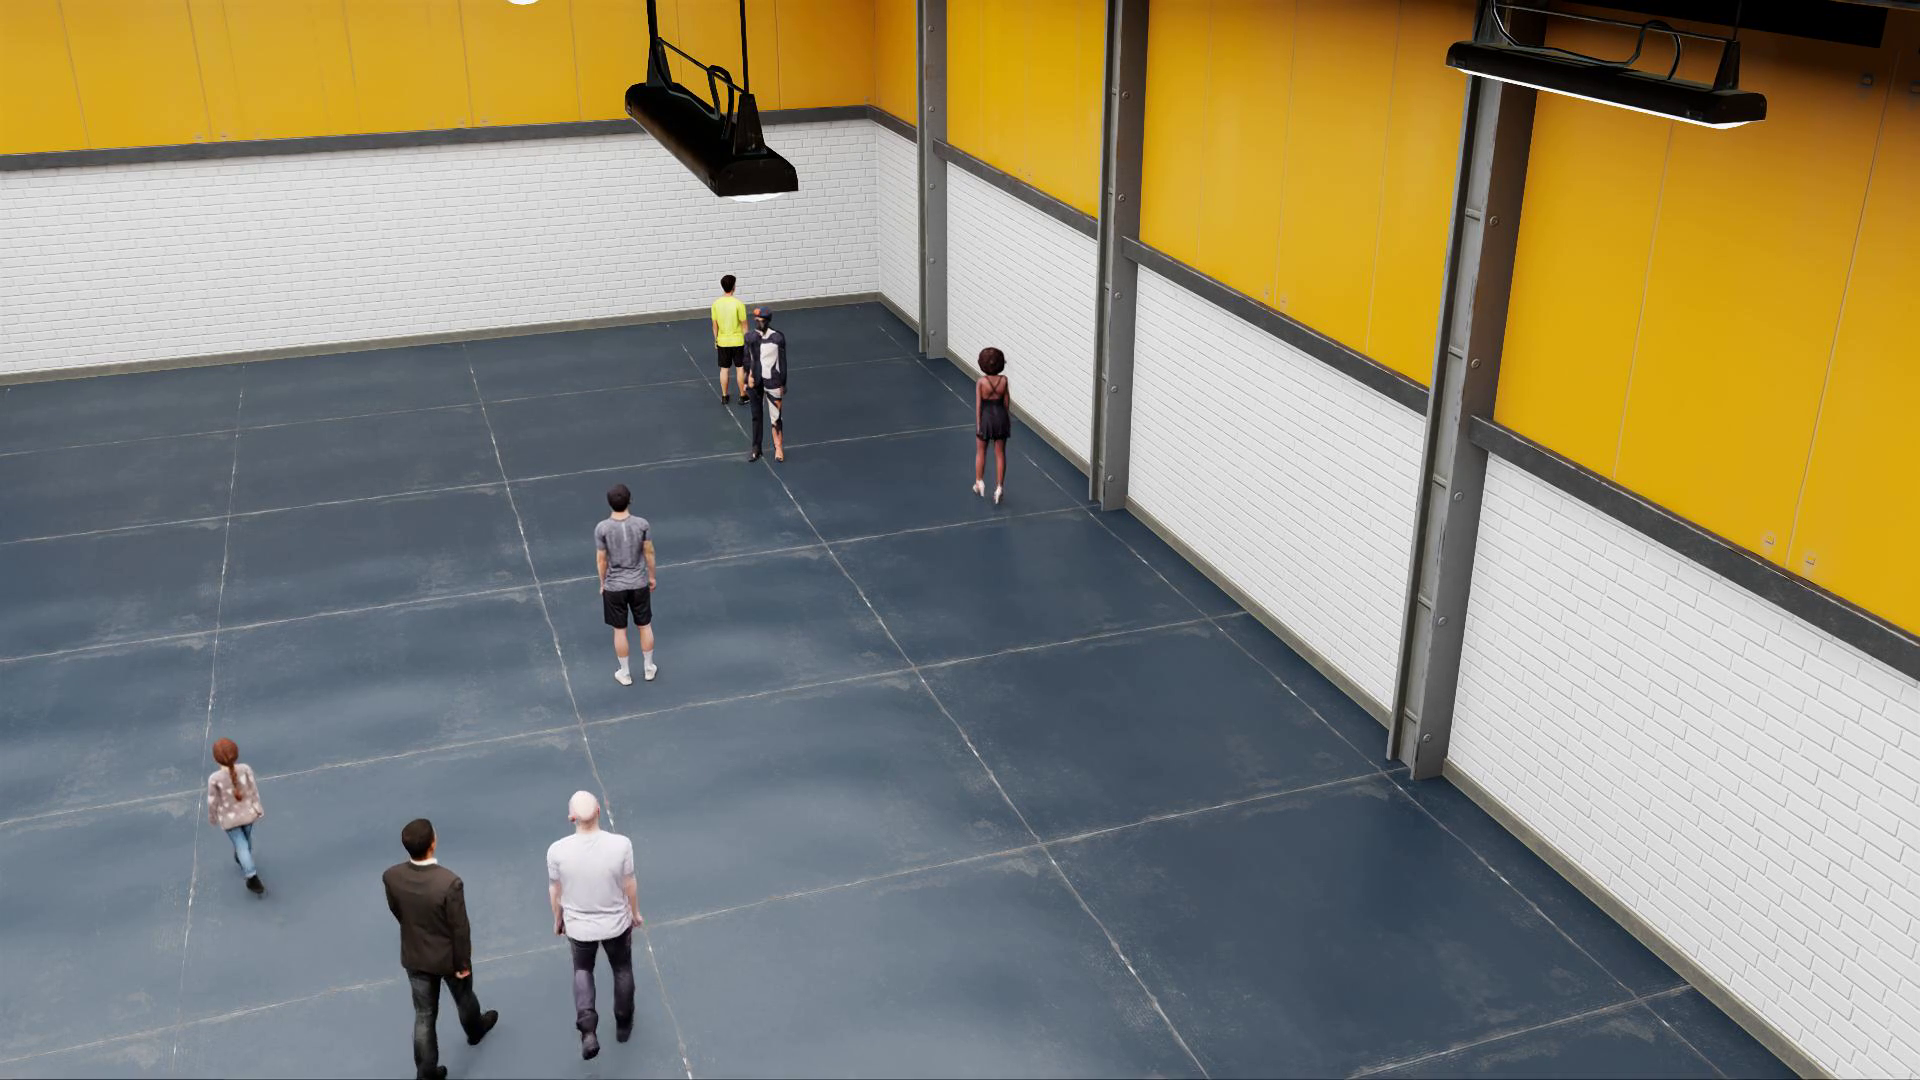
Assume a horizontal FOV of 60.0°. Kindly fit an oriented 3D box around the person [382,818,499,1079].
[{"bbox_3d":[-3.173,2.487,9.895,0.974,1.773,1.146,3,24,7],"label":"person"}]

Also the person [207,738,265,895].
[{"bbox_3d":[-5.122,1.976,11.815,0.678,1.171,0.874,-19,30,-37],"label":"person"}]

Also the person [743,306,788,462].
[{"bbox_3d":[-2.306,-1.863,19.701,0.770,1.890,0.752,2,24,5],"label":"person"}]

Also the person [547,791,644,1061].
[{"bbox_3d":[-2.205,2.379,10.086,0.787,1.817,0.960,-3,24,-6],"label":"person"}]

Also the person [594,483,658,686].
[{"bbox_3d":[-2.922,0.382,14.580,0.651,1.878,0.541,-8,25,-17],"label":"person"}]

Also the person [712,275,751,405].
[{"bbox_3d":[-2.974,-2.605,21.624,0.698,1.709,0.695,3,24,8],"label":"person"}]

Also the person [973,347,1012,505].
[{"bbox_3d":[0.385,-1.254,18.443,0.616,1.781,0.733,-5,24,-11],"label":"person"}]
